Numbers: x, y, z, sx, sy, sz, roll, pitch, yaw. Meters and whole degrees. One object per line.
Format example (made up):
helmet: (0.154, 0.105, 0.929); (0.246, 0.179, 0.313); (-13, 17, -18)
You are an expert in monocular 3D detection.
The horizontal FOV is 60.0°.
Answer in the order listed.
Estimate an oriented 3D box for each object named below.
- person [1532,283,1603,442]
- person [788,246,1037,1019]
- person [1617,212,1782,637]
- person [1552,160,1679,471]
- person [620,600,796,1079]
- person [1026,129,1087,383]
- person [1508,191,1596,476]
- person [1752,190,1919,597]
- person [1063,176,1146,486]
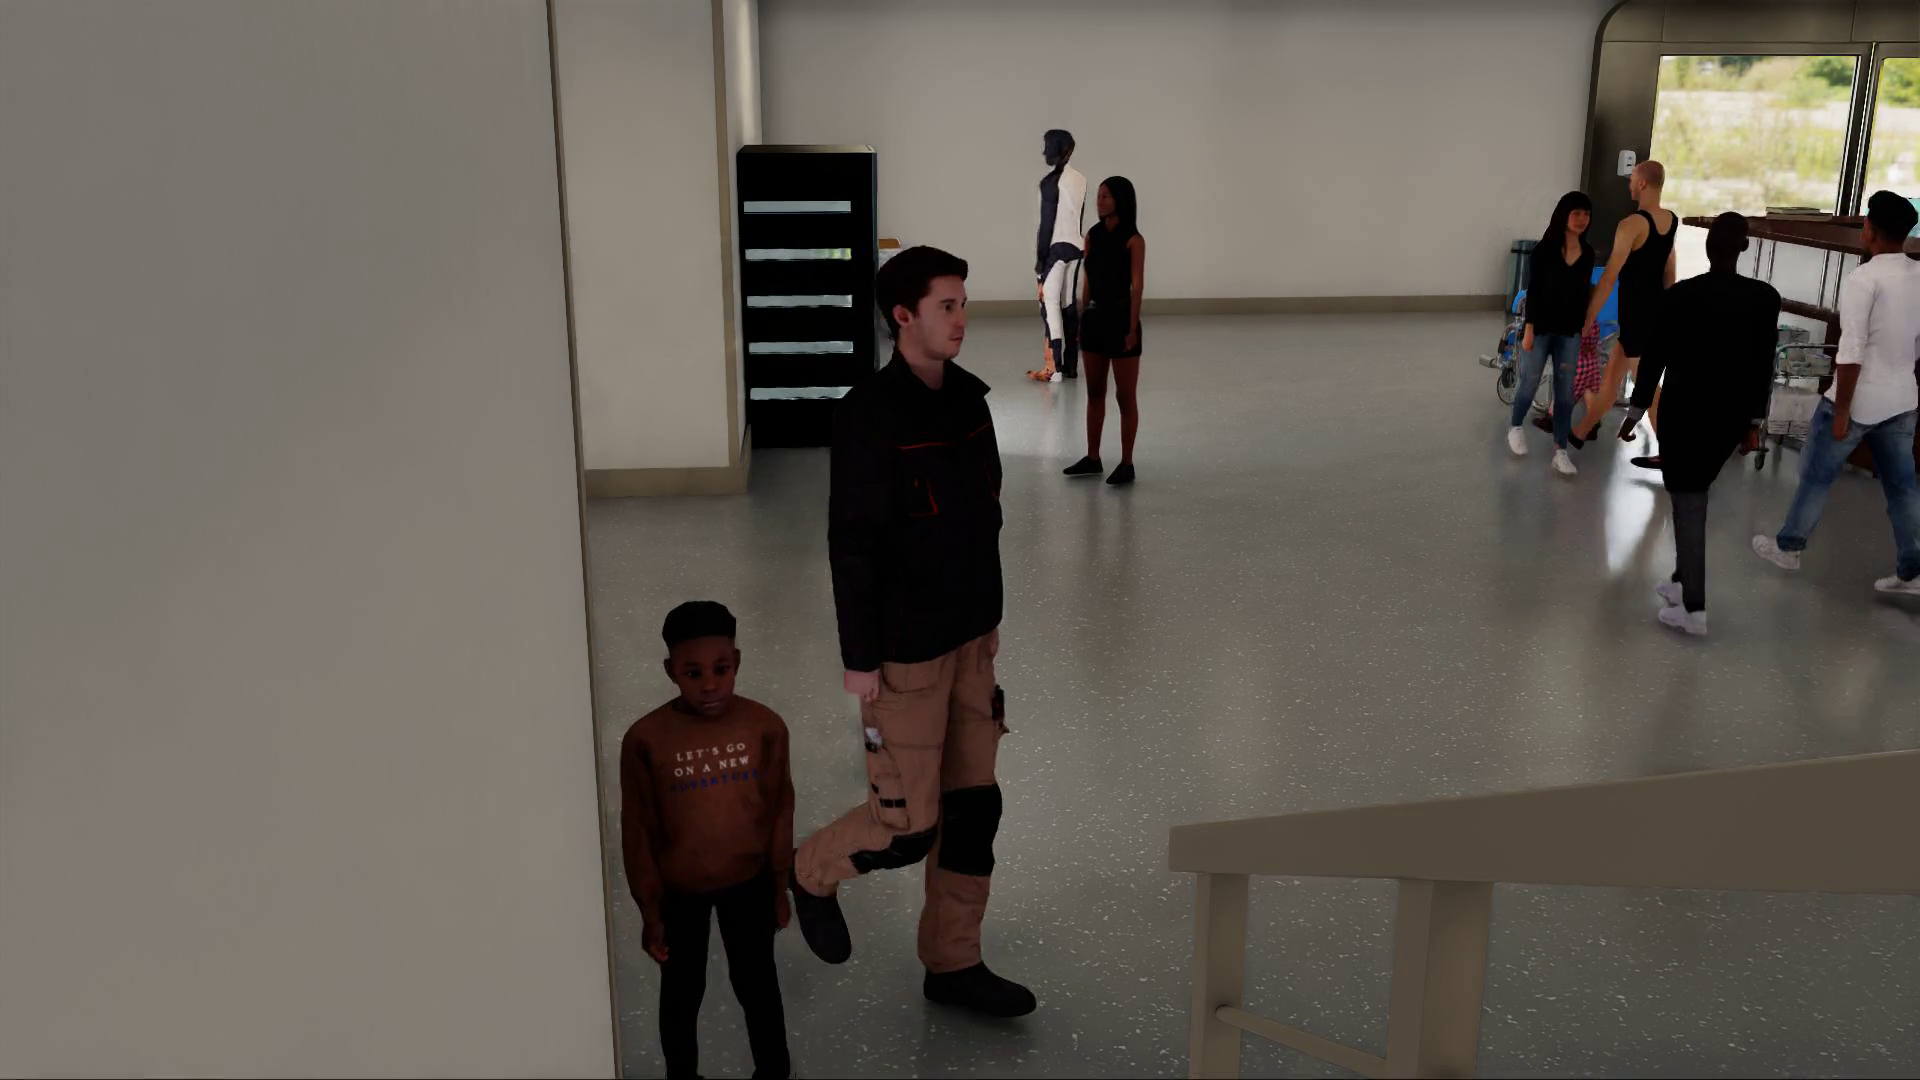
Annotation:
person: (3.975, -1.108, 10.581); (0.579, 0.998, 0.792); (-7, 17, -23)
person: (-0.139, 0.250, 4.085); (1.076, 1.910, 1.037); (11, 19, 33)
person: (3.121, -0.450, 6.888); (0.670, 1.737, 0.808); (-3, 16, -9)
person: (4.058, -1.263, 9.715); (1.065, 1.767, 1.191); (-14, 21, -41)
person: (-0.549, 0.724, 3.623); (0.546, 1.250, 0.529); (-4, 16, -14)
person: (0.754, -2.173, 12.705); (0.836, 1.897, 0.776); (14, 21, 42)
person: (3.503, -1.246, 9.942); (0.640, 1.611, 1.056); (0, 16, 1)
person: (4.096, -0.596, 7.351); (0.821, 1.767, 1.228); (-4, 16, -15)
person: (0.868, -1.198, 9.535); (0.745, 1.740, 0.659); (-14, 21, -41)
